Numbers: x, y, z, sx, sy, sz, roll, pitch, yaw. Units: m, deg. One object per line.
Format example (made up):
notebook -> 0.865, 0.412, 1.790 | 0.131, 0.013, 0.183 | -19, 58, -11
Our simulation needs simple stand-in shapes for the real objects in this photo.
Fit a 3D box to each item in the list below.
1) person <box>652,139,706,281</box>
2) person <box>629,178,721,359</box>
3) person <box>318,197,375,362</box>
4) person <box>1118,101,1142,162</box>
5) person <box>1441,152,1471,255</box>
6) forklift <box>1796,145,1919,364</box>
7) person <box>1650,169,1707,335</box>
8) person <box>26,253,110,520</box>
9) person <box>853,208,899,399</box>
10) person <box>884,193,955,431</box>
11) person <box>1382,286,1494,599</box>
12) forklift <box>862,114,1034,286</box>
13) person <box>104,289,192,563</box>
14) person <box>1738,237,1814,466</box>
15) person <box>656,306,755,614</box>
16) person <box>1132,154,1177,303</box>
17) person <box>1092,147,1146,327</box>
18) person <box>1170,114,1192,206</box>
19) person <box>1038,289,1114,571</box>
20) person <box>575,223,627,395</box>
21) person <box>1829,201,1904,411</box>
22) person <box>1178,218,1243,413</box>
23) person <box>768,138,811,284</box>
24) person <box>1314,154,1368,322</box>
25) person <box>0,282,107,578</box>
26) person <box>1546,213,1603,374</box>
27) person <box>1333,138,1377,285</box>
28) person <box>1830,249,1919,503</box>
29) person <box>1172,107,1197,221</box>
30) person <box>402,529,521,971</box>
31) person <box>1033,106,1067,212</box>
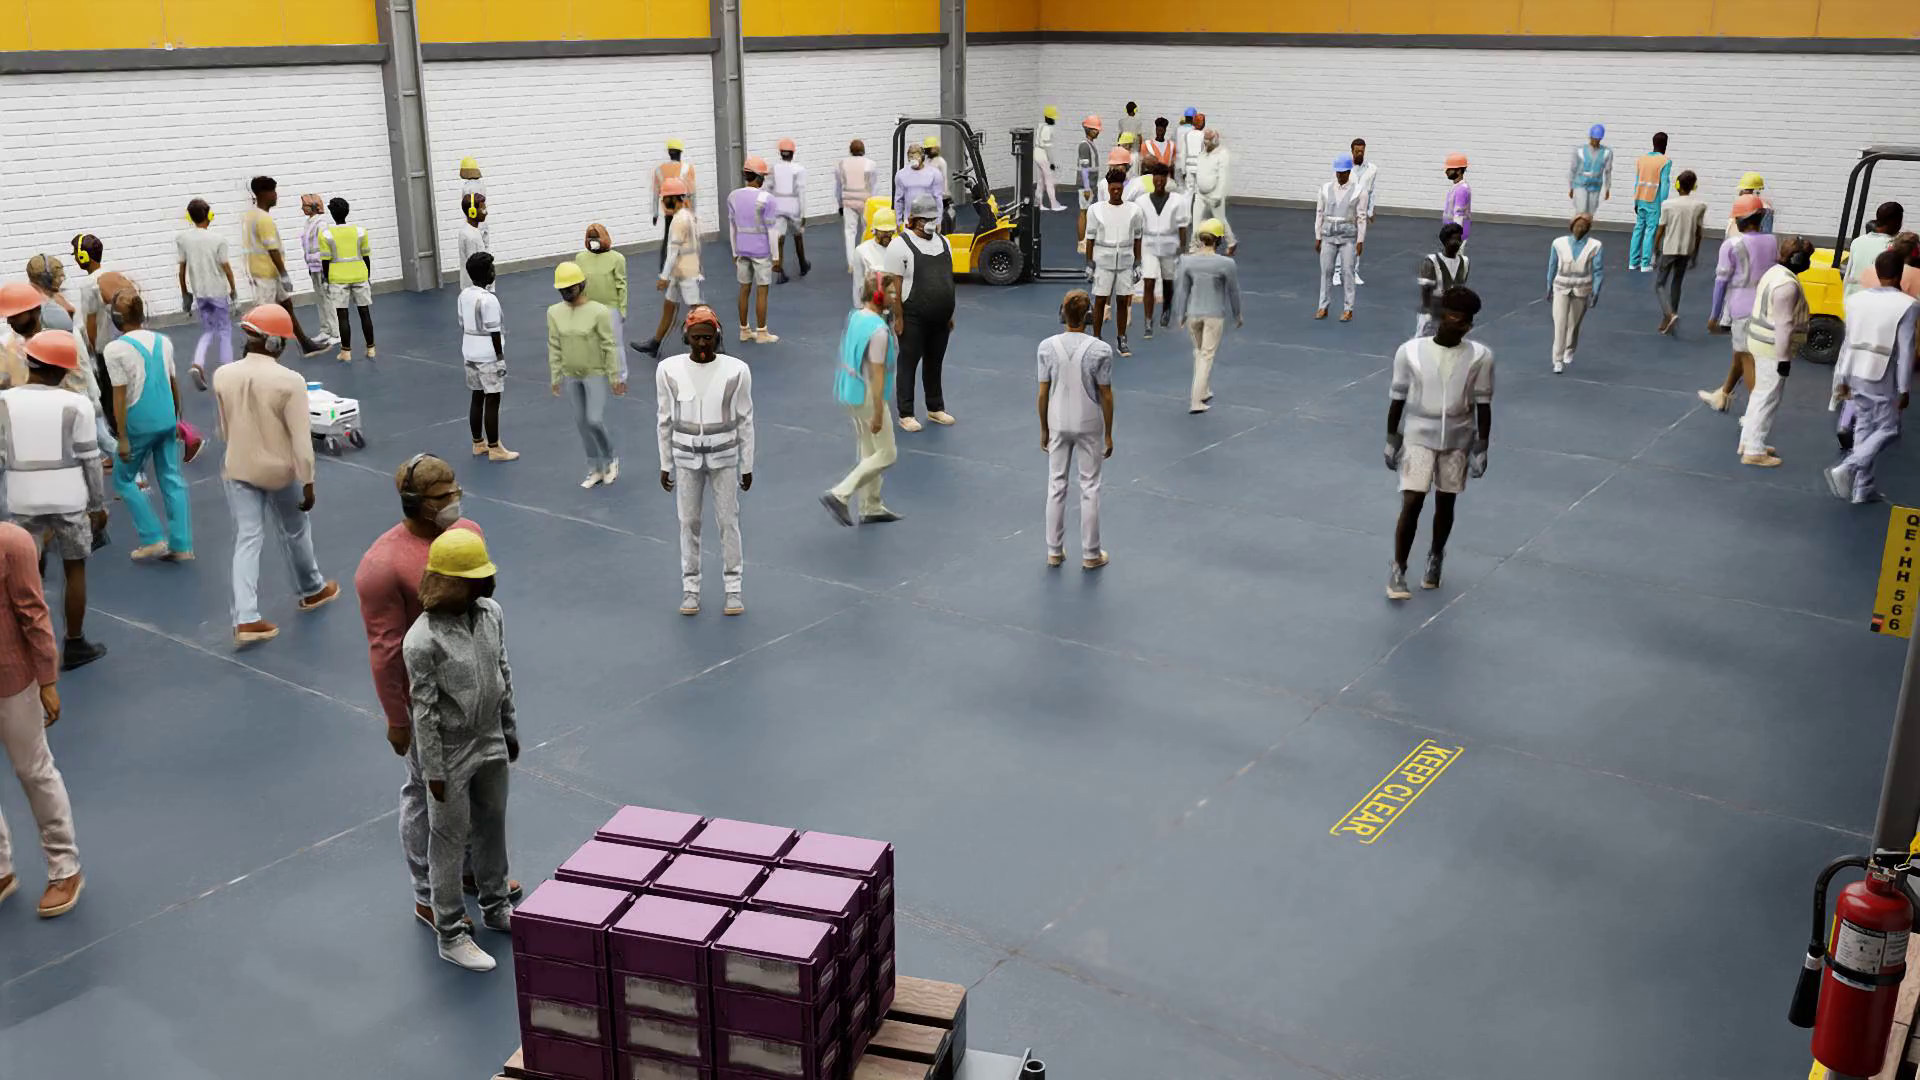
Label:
person -> -3.834, -4.447, 22.458 | 0.773, 1.872, 0.553 | 5, 18, 15
person -> -2.953, -2.776, 17.188 | 0.985, 1.883, 0.549 | -2, 18, -7
person -> -6.346, -2.694, 17.238 | 0.532, 1.698, 0.319 | -13, 22, -35
person -> 3.244, -7.397, 31.681 | 0.515, 1.865, 0.329 | 8, 19, 24
person -> 5.857, -3.628, 19.788 | 0.389, 1.930, 0.544 | 3, 18, 10
forklift -> 9.803, -2.879, 17.013 | 2.313, 2.155, 1.214 | 12, 21, 33
person -> 8.003, -3.195, 18.565 | 0.536, 1.848, 0.666 | 2, 18, 5
person -> -6.384, -1.056, 11.745 | 0.639, 1.928, 0.369 | 14, 22, 36
person -> -0.689, -2.152, 15.355 | 0.601, 1.817, 0.403 | -7, 19, -21
person -> -0.284, -1.978, 14.444 | 0.683, 2.000, 0.538 | -15, 23, -39
person -> 2.947, -0.568, 10.215 | 0.636, 1.926, 0.745 | 2, 18, 7
forklift -> -0.171, -4.594, 22.377 | 2.313, 2.155, 1.214 | 1, 18, 3
person -> -5.346, -0.727, 10.873 | 0.528, 1.824, 0.555 | 8, 19, 22
person -> 6.547, -1.513, 13.349 | 0.431, 1.828, 0.638 | 6, 19, 17
person -> -1.518, -0.468, 9.985 | 0.575, 1.880, 0.360 | -1, 18, -2
person -> 2.363, -3.865, 20.694 | 0.629, 1.833, 0.430 | -2, 18, -7
person -> 1.814, -3.477, 19.125 | 0.605, 2.045, 0.380 | 10, 20, 28
person -> 3.991, -6.727, 29.765 | 0.533, 1.754, 0.341 | -2, 18, -5
person -> 0.749, -0.704, 10.780 | 0.507, 1.844, 0.346 | 6, 19, 18
person -> -3.393, -2.191, 15.783 | 0.502, 1.627, 0.272 | 3, 18, 9
person -> 8.140, -2.065, 14.918 | 0.370, 1.915, 0.597 | -3, 18, -10
person -> 2.300, -2.053, 15.167 | 0.529, 1.737, 0.767 | 12, 21, 34
person -> -2.299, -4.443, 22.405 | 0.564, 1.882, 1.021 | 4, 18, 12
person -> 4.445, -3.536, 19.484 | 0.611, 1.938, 0.416 | 10, 21, 30
person -> -5.986, -0.711, 10.745 | 0.550, 1.873, 1.038 | 4, 18, 13
person -> 6.229, -2.527, 16.893 | 0.523, 1.587, 0.875 | 6, 19, 19
person -> 5.211, -4.354, 22.074 | 0.590, 1.919, 0.394 | -3, 18, -9
person -> 6.653, -1.173, 12.208 | 0.568, 1.876, 0.637 | -7, 19, -21
person -> 3.974, -6.463, 28.647 | 0.535, 1.927, 0.660 | -16, 23, -40
person -> -1.841, 0.787, 6.290 | 0.322, 1.737, 0.484 | 8, 20, 25
person -> 1.614, -6.894, 30.083 | 0.568, 1.887, 0.596 | -2, 18, -7
